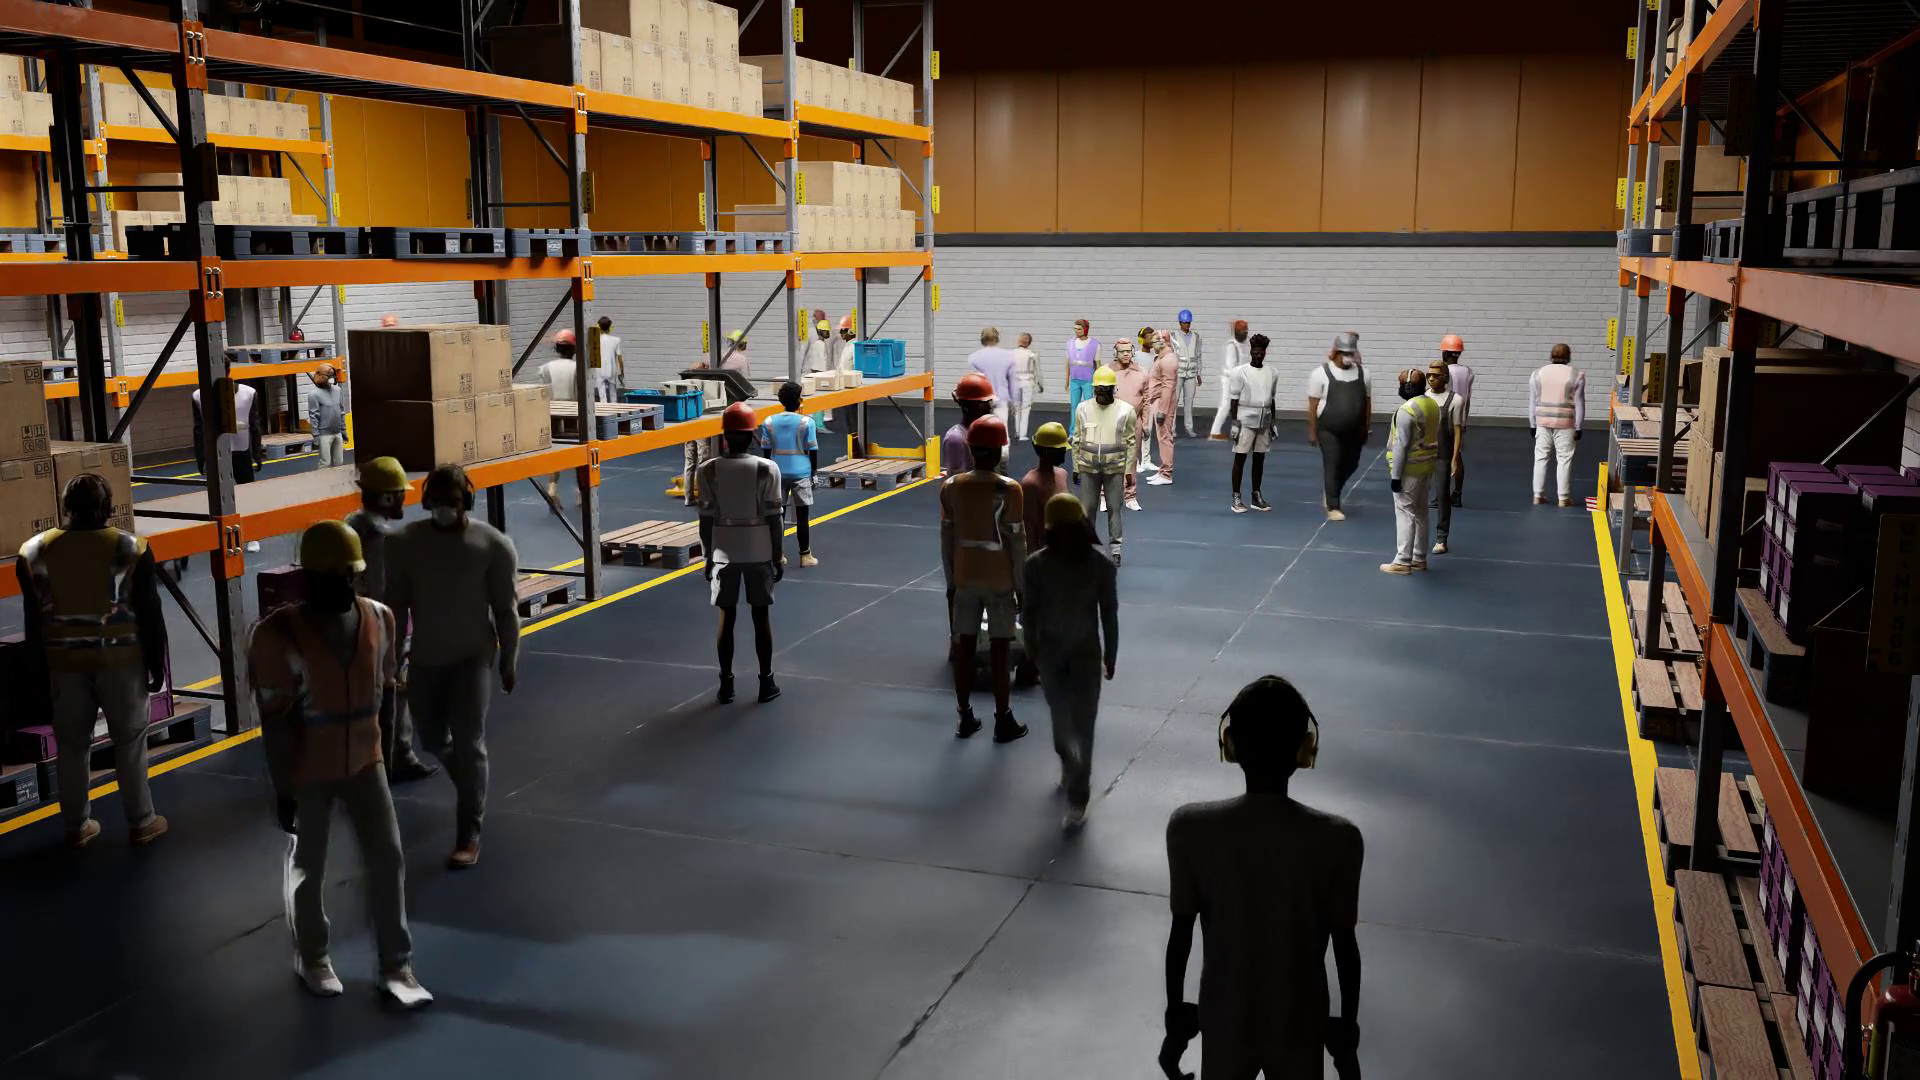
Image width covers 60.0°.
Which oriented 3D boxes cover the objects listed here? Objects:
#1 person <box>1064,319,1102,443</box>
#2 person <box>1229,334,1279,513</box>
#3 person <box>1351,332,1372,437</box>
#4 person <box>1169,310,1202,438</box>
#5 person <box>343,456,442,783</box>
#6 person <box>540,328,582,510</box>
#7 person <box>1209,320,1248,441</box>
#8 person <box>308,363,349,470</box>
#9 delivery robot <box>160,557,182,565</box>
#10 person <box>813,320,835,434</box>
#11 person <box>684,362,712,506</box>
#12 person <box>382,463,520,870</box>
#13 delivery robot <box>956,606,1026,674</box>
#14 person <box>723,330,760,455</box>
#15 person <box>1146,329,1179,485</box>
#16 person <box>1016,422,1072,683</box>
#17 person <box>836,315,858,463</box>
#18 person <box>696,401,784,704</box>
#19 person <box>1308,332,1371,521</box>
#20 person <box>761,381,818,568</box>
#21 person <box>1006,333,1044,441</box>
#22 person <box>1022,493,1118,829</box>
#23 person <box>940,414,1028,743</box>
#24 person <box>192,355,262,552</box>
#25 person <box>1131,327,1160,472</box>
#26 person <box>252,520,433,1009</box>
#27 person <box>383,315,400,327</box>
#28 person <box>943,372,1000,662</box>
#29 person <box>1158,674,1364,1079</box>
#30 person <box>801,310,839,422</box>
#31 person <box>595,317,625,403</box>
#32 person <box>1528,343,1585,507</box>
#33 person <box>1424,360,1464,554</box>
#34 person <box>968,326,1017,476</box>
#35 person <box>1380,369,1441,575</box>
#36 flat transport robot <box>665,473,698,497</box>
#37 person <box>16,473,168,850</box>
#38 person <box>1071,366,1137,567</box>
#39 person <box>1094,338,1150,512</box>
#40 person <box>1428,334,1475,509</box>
[{"bbox_3d":[1.816,-2.333,24.525,0.563,1.839,0.393,6,12,31],"label":"person"},{"bbox_3d":[3.229,-1.284,18.277,0.600,1.960,0.374,-4,11,-23],"label":"person"},{"bbox_3d":[5.979,-2.364,25.374,0.538,1.585,0.848,-9,14,-42],"label":"person"},{"bbox_3d":[3.398,-2.523,25.291,0.607,1.947,0.389,-3,10,-16],"label":"person"},{"bbox_3d":[-3.247,0.458,8.942,0.707,1.808,0.613,-7,12,-35],"label":"person"},{"bbox_3d":[-4.353,-1.329,18.406,0.624,2.015,0.892,2,10,9],"label":"person"},{"bbox_3d":[4.085,-2.342,24.622,0.847,1.836,0.635,8,13,39],"label":"person"},{"bbox_3d":[-7.034,-1.165,18.560,0.299,1.623,0.503,4,11,19],"label":"person"},{"bbox_3d":[-7.133,-0.006,14.773,0.477,0.478,0.707,-6,12,-28],"label":"delivery robot"},{"bbox_3d":[-2.132,-2.528,25.847,0.329,1.763,0.523,-3,10,-16],"label":"person"},{"bbox_3d":[-2.898,-1.166,18.534,0.515,1.634,0.311,8,13,37],"label":"person"},{"bbox_3d":[-2.428,0.557,8.046,0.634,1.915,0.803,0,10,-1],"label":"person"},{"bbox_3d":[0.203,0.621,11.243,0.477,0.478,0.707,-2,10,-13],"label":"delivery robot"},{"bbox_3d":[-3.041,-2.070,23.347,0.884,1.718,0.553,-7,12,-35],"label":"person"},{"bbox_3d":[2.464,-1.623,20.355,0.407,1.902,0.639,1,10,7],"label":"person"},{"bbox_3d":[0.585,0.081,11.167,0.351,1.756,0.518,7,12,33],"label":"person"},{"bbox_3d":[-1.452,-1.984,22.119,0.383,1.993,0.622,-3,11,-18],"label":"person"},{"bbox_3d":[-1.392,0.086,10.624,0.544,1.939,0.354,0,10,-2],"label":"person"},{"bbox_3d":[4.077,-1.263,17.935,0.687,2.000,0.844,-2,10,-10],"label":"person"},{"bbox_3d":[-1.532,-0.589,15.095,0.540,1.698,0.317,3,10,15],"label":"person"},{"bbox_3d":[1.004,-2.300,24.976,0.525,1.618,0.657,5,11,24],"label":"person"},{"bbox_3d":[0.572,0.574,8.619,0.478,1.680,0.969,2,10,10],"label":"person"},{"bbox_3d":[0.153,0.228,9.822,0.543,1.939,0.360,5,11,26],"label":"person"},{"bbox_3d":[-6.962,-0.822,15.846,0.596,1.909,0.399,-2,10,-14],"label":"person"},{"bbox_3d":[2.403,-1.814,21.517,0.513,1.872,0.328,-8,13,-40],"label":"person"},{"bbox_3d":[-2.343,0.870,6.333,0.818,1.898,0.608,10,14,44],"label":"person"},{"bbox_3d":[-7.928,-2.171,23.309,0.634,1.942,0.973,-3,11,-17],"label":"person"},{"bbox_3d":[0.101,-0.153,11.673,0.372,2.042,0.615,3,11,18],"label":"person"},{"bbox_3d":[0.765,1.259,4.233,0.514,1.865,0.329,2,10,13],"label":"person"},{"bbox_3d":[-2.380,-2.907,27.746,0.644,1.852,0.981,-9,13,-41],"label":"person"},{"bbox_3d":[-5.446,-2.505,25.552,0.543,1.822,0.947,-3,11,-17],"label":"person"},{"bbox_3d":[6.694,-1.289,18.677,0.626,1.837,0.429,8,13,38],"label":"person"},{"bbox_3d":[4.507,-0.791,15.824,0.504,1.847,0.345,8,13,37],"label":"person"},{"bbox_3d":[0.426,-1.753,21.085,0.636,1.909,0.884,-2,10,-10],"label":"person"},{"bbox_3d":[4.020,-0.609,14.846,0.429,1.836,0.624,9,13,41],"label":"person"},{"bbox_3d":[-2.860,-0.700,19.747,0.652,0.197,1.431,4,11,20],"label":"flat transport robot"},{"bbox_3d":[-4.180,0.590,8.087,0.626,1.836,0.429,-2,10,-11],"label":"person"},{"bbox_3d":[1.300,-0.667,15.160,0.589,1.833,0.404,2,10,14],"label":"person"},{"bbox_3d":[1.786,-1.260,18.293,0.639,1.909,0.409,-2,10,-10],"label":"person"},{"bbox_3d":[5.422,-1.307,18.461,0.545,1.942,0.350,-6,12,-31],"label":"person"}]
